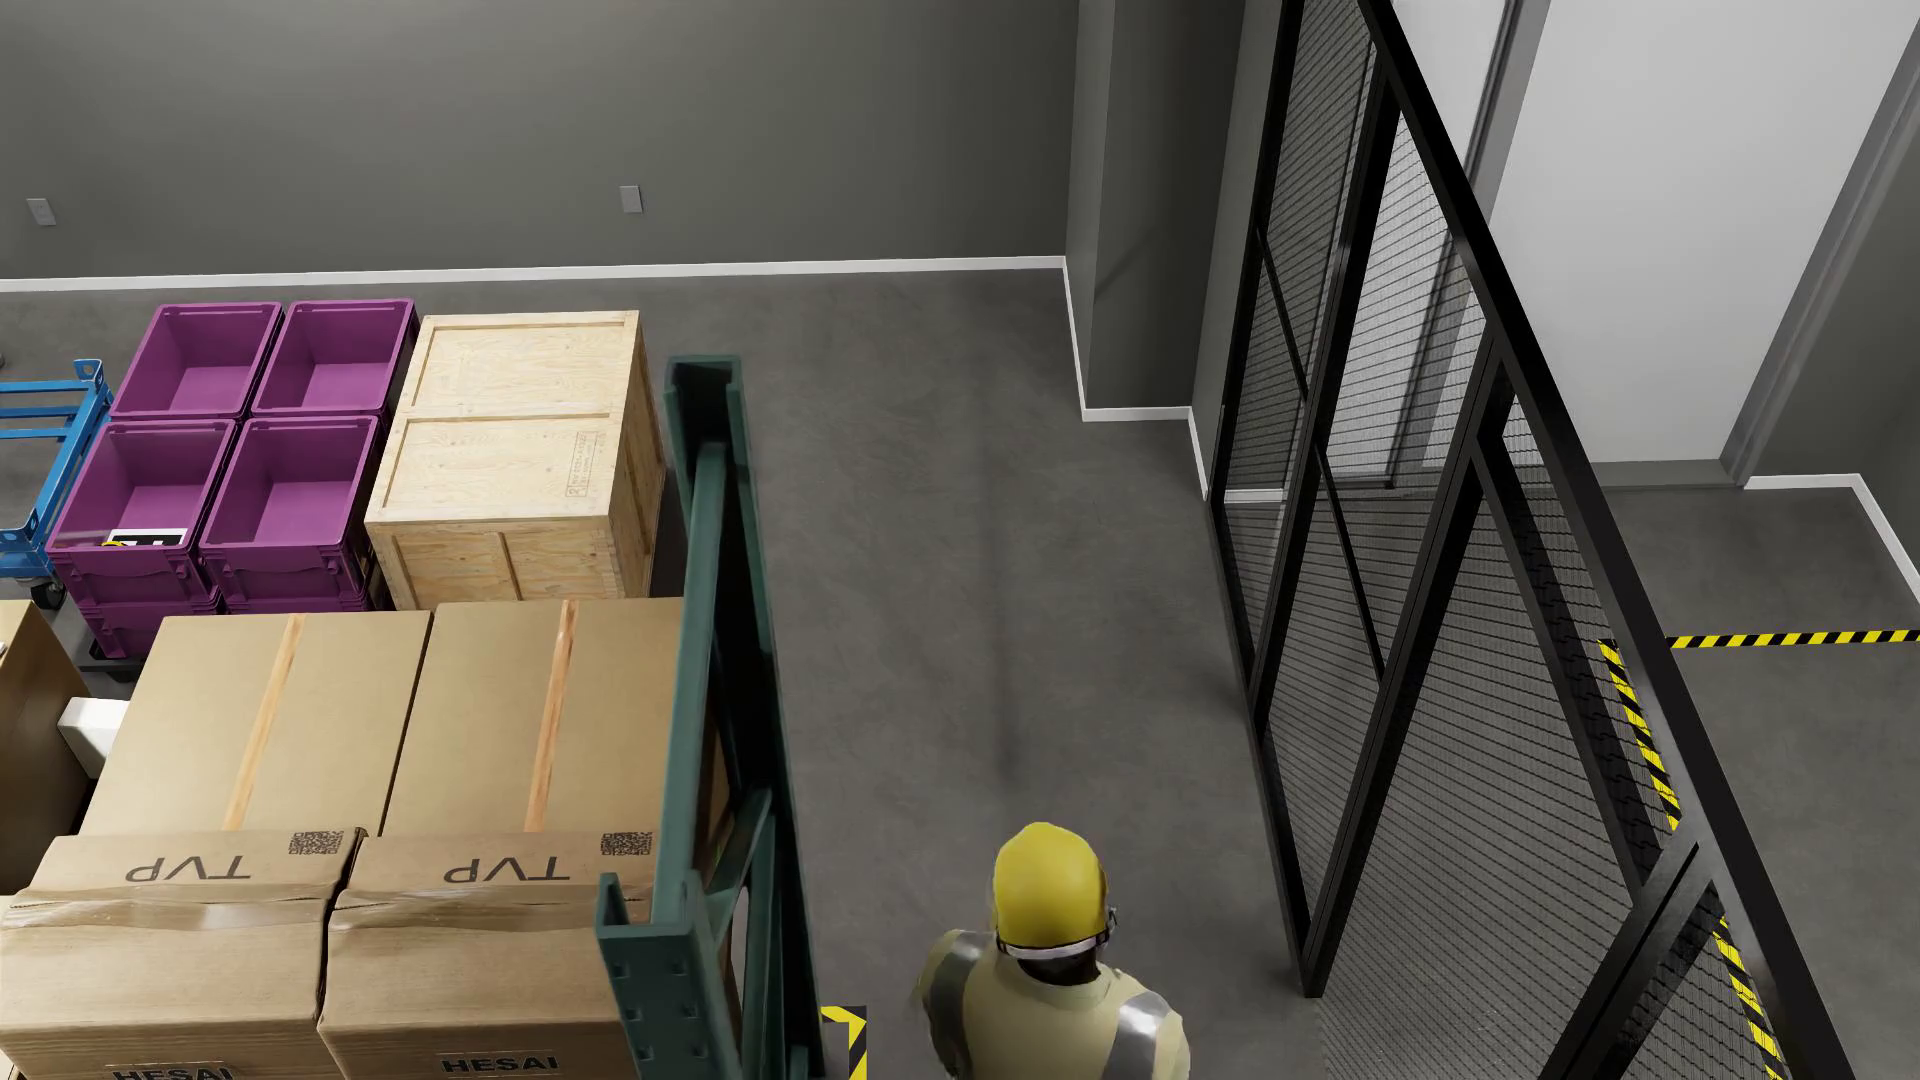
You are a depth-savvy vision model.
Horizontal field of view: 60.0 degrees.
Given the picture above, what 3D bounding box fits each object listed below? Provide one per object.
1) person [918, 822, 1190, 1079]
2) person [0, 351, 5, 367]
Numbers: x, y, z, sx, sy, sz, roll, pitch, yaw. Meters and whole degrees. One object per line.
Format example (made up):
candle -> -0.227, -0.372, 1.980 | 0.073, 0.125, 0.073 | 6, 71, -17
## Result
person -> 0.221, 1.253, 3.648 | 0.622, 1.808, 0.412 | 20, 50, 18
person -> -4.037, -1.272, 5.971 | 0.373, 1.940, 0.627 | -3, 46, -3
